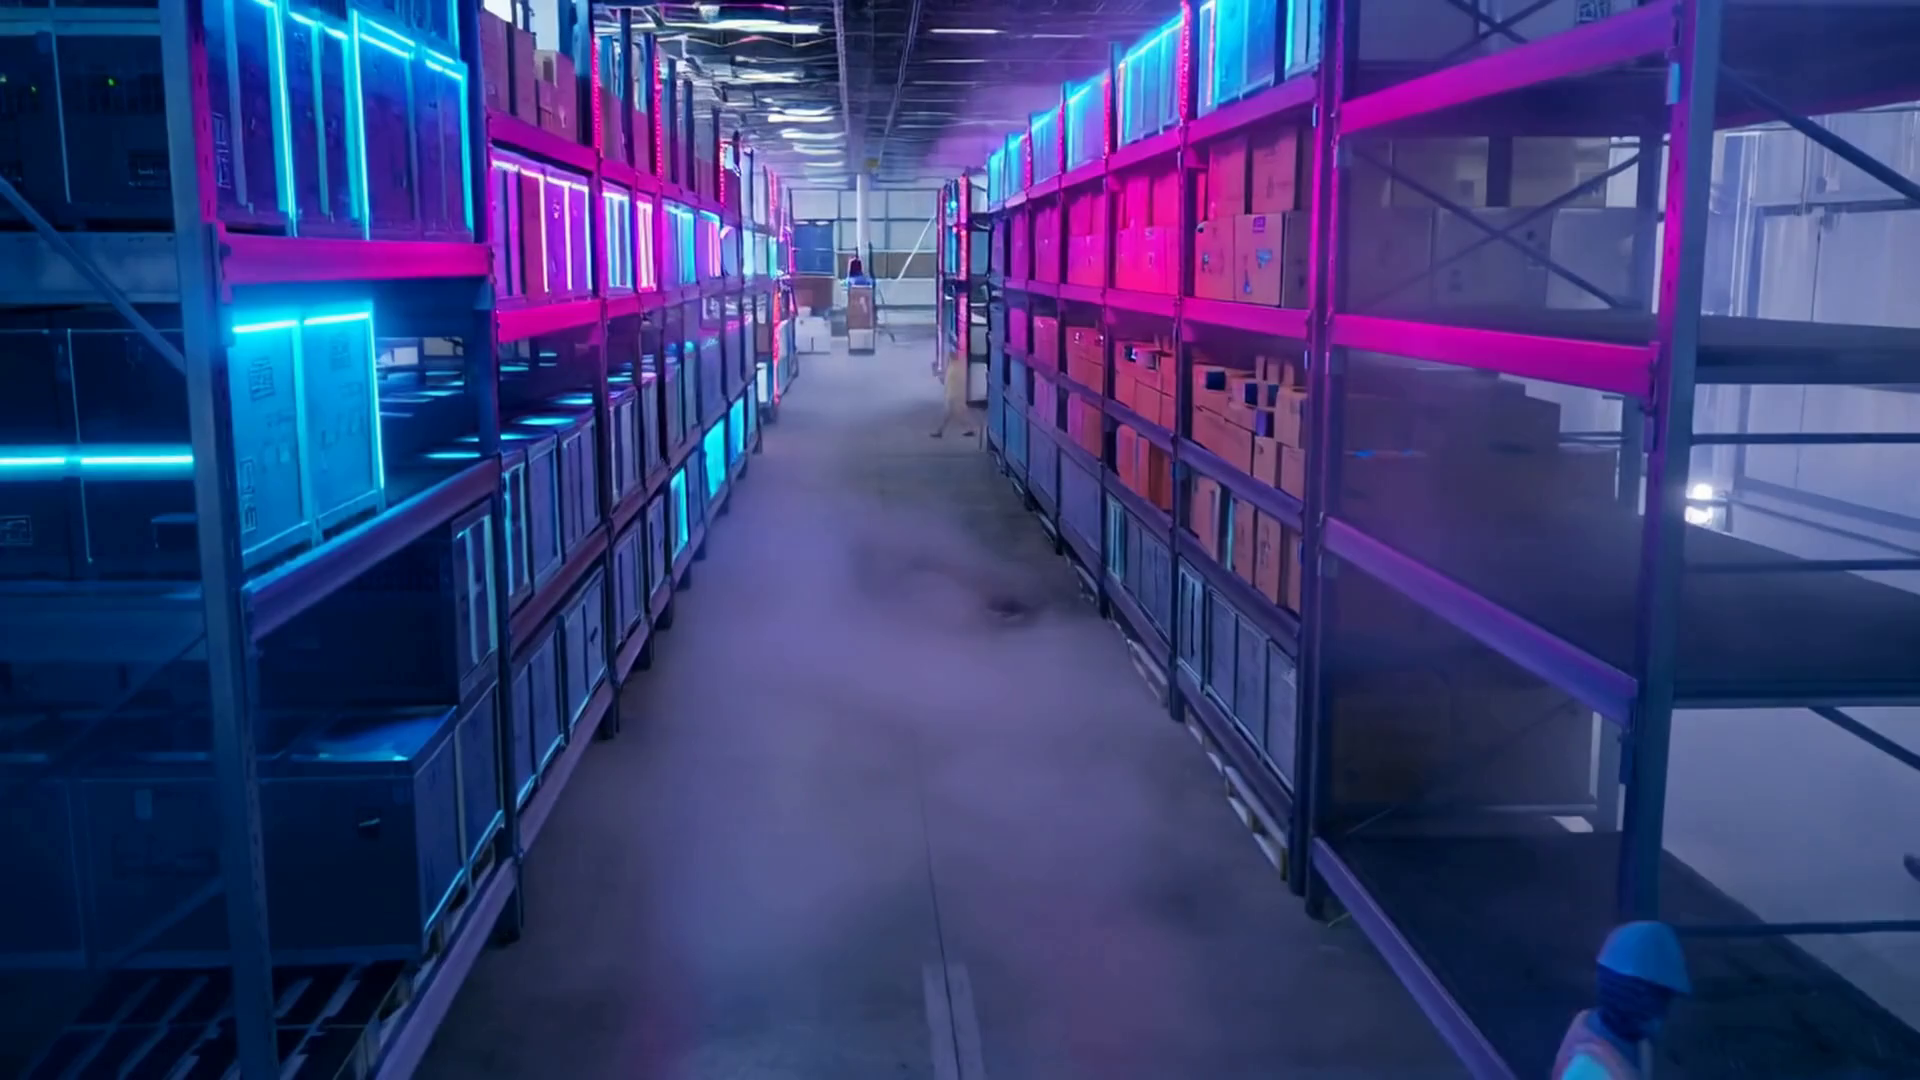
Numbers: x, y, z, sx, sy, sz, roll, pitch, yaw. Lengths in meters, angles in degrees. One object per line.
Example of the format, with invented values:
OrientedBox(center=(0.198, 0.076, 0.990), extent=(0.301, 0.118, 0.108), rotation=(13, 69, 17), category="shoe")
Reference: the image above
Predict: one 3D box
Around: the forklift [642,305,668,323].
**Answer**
OrientedBox(center=(-9.932, -6.641, 54.139), extent=(1.129, 2.768, 1.873), rotation=(-1, 10, -3), category="forklift")

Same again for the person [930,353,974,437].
OrientedBox(center=(-0.140, -3.181, 36.532), extent=(0.992, 1.866, 0.637), rotation=(-6, 11, -30), category="person")

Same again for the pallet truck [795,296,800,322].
OrientedBox(center=(-8.622, -12.439, 91.403), extent=(1.885, 1.965, 0.823), rotation=(2, 10, 13), category="pallet truck")

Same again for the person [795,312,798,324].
OrientedBox(center=(-7.343, -9.256, 72.565), extent=(0.632, 1.940, 0.372), rotation=(5, 11, 29), category="person")

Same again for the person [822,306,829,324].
OrientedBox(center=(-6.563, -10.593, 81.268), extent=(0.317, 1.696, 0.540), rotation=(-4, 10, -24), category="person")

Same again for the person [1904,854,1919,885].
OrientedBox(center=(6.090, 1.289, 9.821), extent=(0.656, 1.859, 0.975), rotation=(0, 10, 0), category="person")

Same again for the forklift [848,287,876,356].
OrientedBox(center=(-4.014, -8.949, 67.922), extent=(1.129, 2.768, 1.873), rotation=(-1, 10, -4), category="forklift")

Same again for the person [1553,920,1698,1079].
OrientedBox(center=(1.849, 2.064, 5.138), extent=(0.887, 1.886, 0.601), rotation=(5, 11, 26), category="person")
